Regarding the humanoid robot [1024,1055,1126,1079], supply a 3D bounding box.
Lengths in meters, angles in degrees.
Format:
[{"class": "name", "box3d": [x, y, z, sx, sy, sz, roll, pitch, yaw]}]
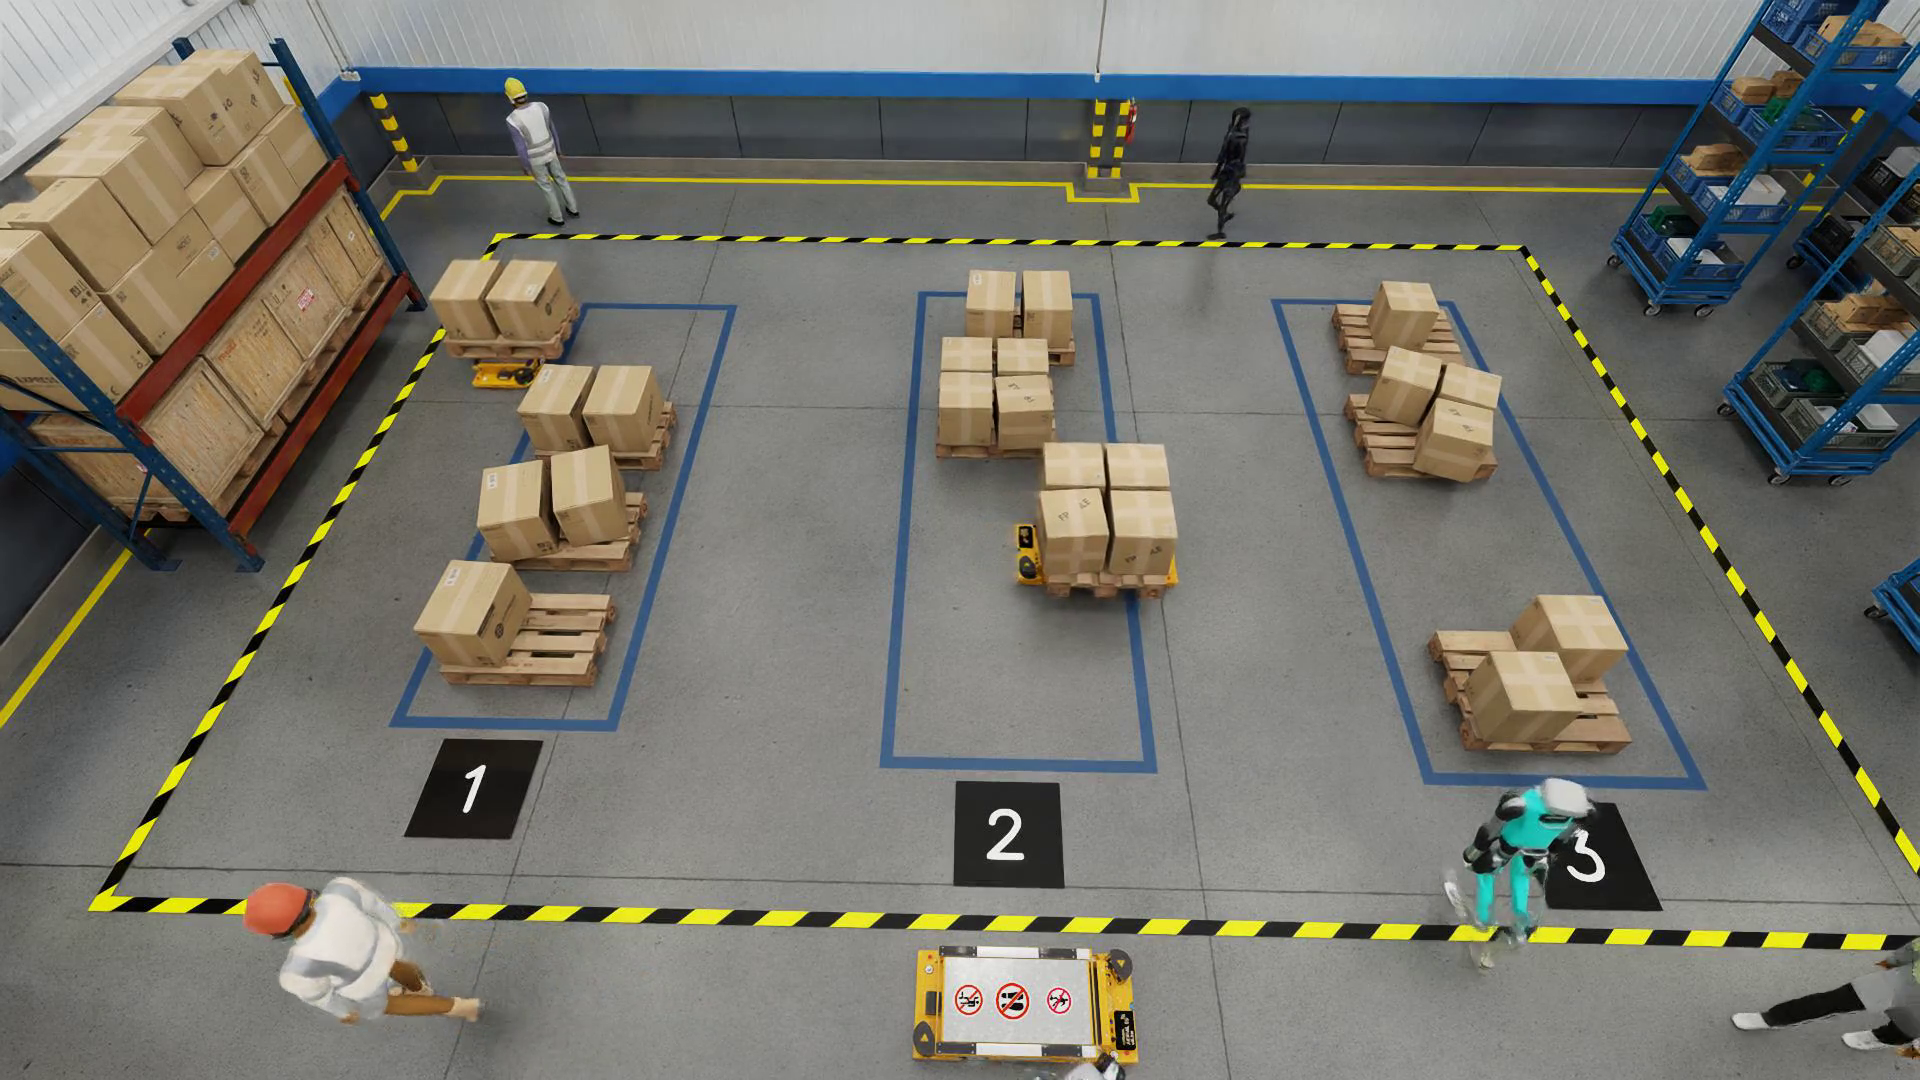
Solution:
[{"class": "humanoid robot", "box3d": [0.442, 3.064, 5.068, 0.555, 1.826, 0.681, -36, 59, -26]}]

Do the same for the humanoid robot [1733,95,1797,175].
[{"class": "humanoid robot", "box3d": [9.902, -4.752, 11.471, 0.600, 1.626, 0.758, 12, 52, 9]}]

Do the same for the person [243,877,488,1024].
[{"class": "person", "box3d": [-3.429, 2.458, 5.353, 0.730, 2.024, 0.614, -1, 51, -1]}]

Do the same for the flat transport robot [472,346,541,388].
[{"class": "flat transport robot", "box3d": [-4.930, -2.251, 10.303, 0.652, 0.197, 1.431, 1, 51, 1]}]

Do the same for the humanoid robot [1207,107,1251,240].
[{"class": "humanoid robot", "box3d": [3.322, -4.450, 11.202, 0.416, 1.654, 0.600, -8, 51, -6]}]

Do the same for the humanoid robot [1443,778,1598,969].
[{"class": "humanoid robot", "box3d": [3.484, 2.223, 5.768, 0.567, 1.812, 0.800, 2, 51, 2]}]

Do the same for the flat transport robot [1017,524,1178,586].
[{"class": "flat transport robot", "box3d": [1.245, 0.099, 8.387, 1.431, 0.197, 0.652, 1, 51, 1]}]

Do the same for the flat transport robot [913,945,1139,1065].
[{"class": "flat transport robot", "box3d": [0.422, 3.041, 6.007, 1.431, 0.231, 0.659, 1, 51, 1]}]

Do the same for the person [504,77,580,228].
[{"class": "person", "box3d": [-5.218, -4.786, 11.378, 0.403, 1.830, 0.597, 27, 56, 21]}]

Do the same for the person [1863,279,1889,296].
[{"class": "person", "box3d": [9.784, -2.551, 9.522, 0.577, 1.886, 0.860, -11, 52, -9]}]

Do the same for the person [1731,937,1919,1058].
[{"class": "person", "box3d": [5.582, 2.664, 5.321, 0.962, 1.805, 0.587, -3, 51, -3]}]
